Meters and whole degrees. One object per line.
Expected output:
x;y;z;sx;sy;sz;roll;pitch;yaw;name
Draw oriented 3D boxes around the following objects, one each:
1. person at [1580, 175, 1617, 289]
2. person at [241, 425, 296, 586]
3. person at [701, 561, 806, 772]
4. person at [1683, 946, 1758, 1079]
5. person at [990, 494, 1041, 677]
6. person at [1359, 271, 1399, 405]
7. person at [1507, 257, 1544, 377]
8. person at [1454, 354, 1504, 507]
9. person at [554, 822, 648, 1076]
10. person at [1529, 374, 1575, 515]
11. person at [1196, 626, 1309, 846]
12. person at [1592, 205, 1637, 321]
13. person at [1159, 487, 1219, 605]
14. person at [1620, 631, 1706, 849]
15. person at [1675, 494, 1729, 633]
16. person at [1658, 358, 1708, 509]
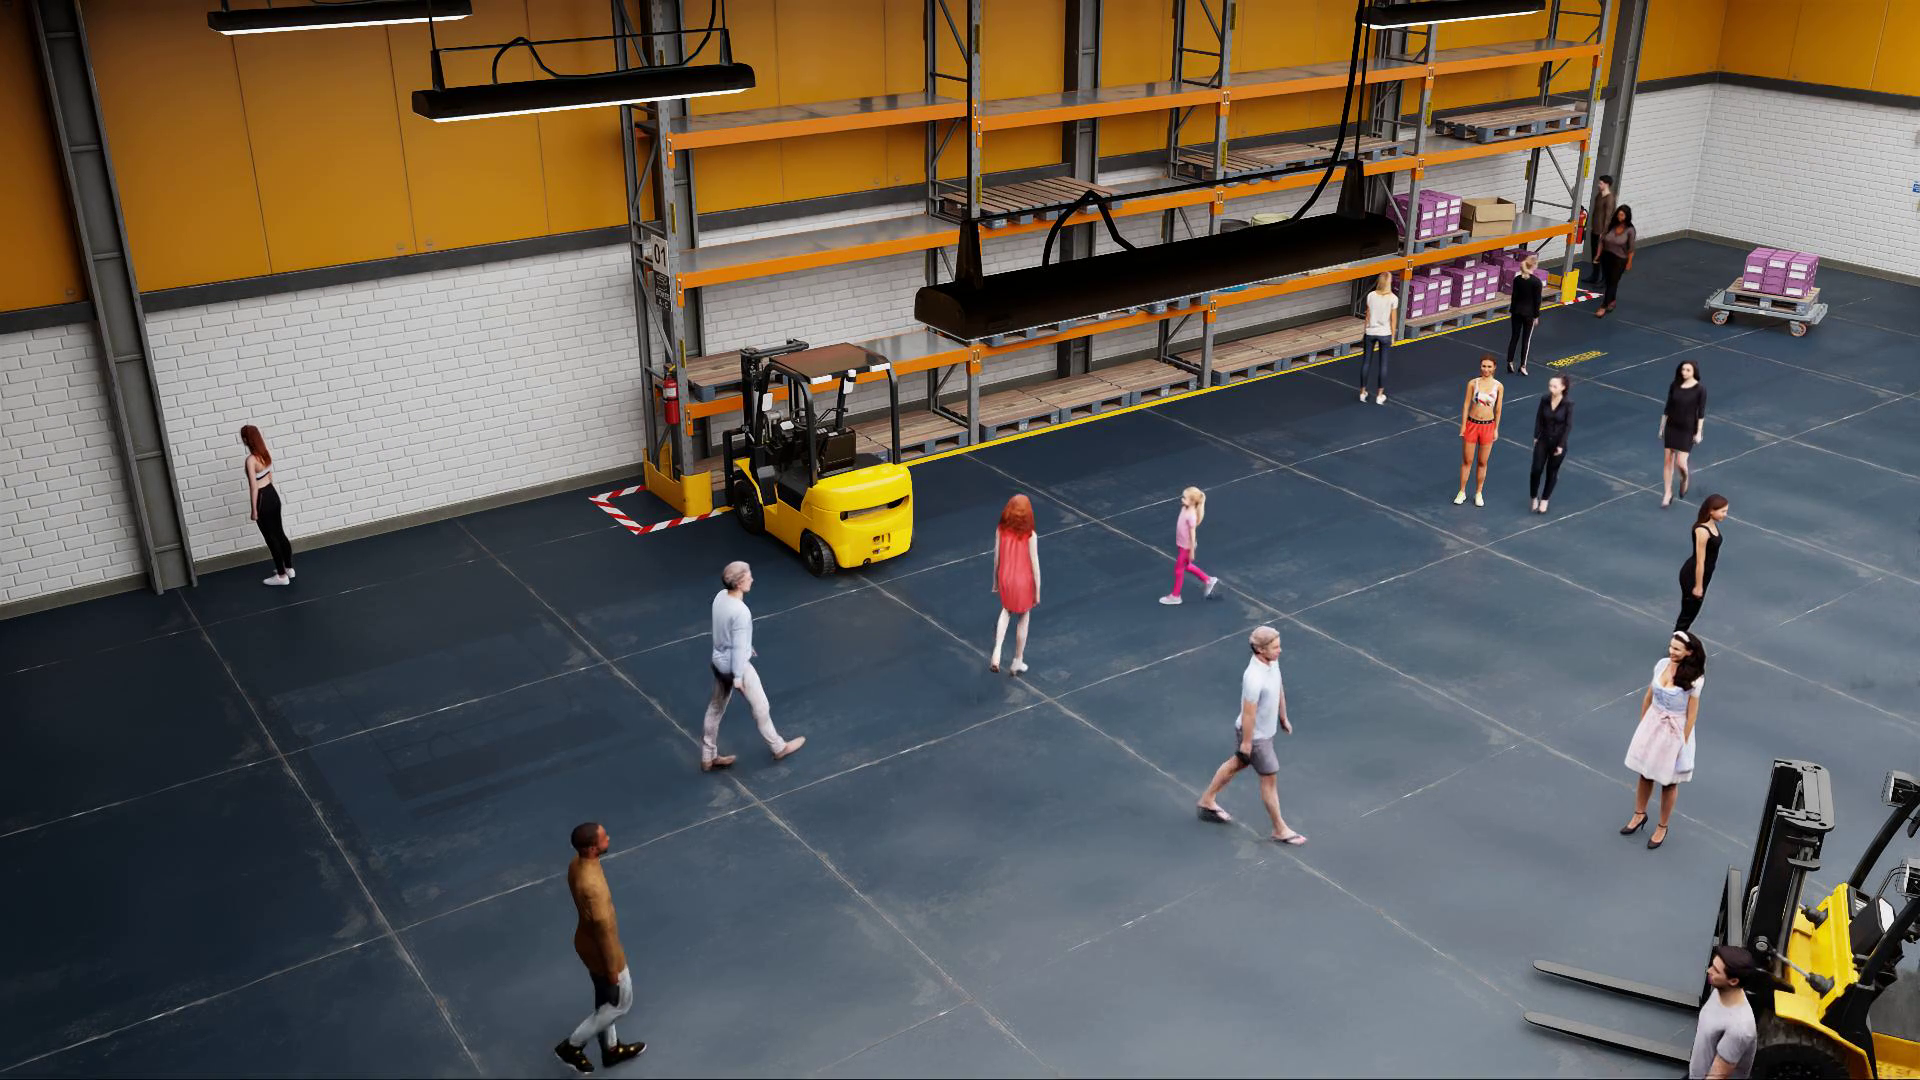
10.817;-5.201;28.005;0.712;1.879;0.732;-5;24;-11;person
-7.140;-0.372;17.129;0.710;1.742;0.656;3;24;7;person
-1.956;1.080;13.669;1.099;1.852;0.684;-15;28;-30;person
4.252;3.072;9.149;1.192;1.823;1.103;3;24;6;person
0.464;0.465;15.127;0.801;1.812;0.906;12;26;26;person
5.645;-2.747;22.478;0.658;1.809;0.683;9;25;20;person
7.987;-3.171;23.578;0.575;1.705;0.642;-22;32;-40;person
5.979;-1.275;19.134;0.686;1.791;0.731;7;25;16;person
-2.313;2.571;10.314;0.856;1.808;0.702;-12;26;-26;person
6.713;-1.083;18.813;0.685;1.696;0.744;16;28;32;person
2.201;1.467;12.864;1.122;1.789;1.191;10;25;21;person
10.370;-4.379;26.246;1.207;1.782;0.759;-20;30;-37;person
2.339;0.050;16.769;0.893;1.256;0.744;-2;24;-5;person
5.396;1.511;12.727;0.720;1.818;0.697;-14;27;-29;person
6.885;0.357;15.528;0.730;1.687;0.624;13;27;27;person
8.280;-1.224;19.015;0.703;1.791;0.644;-19;30;-37;person
